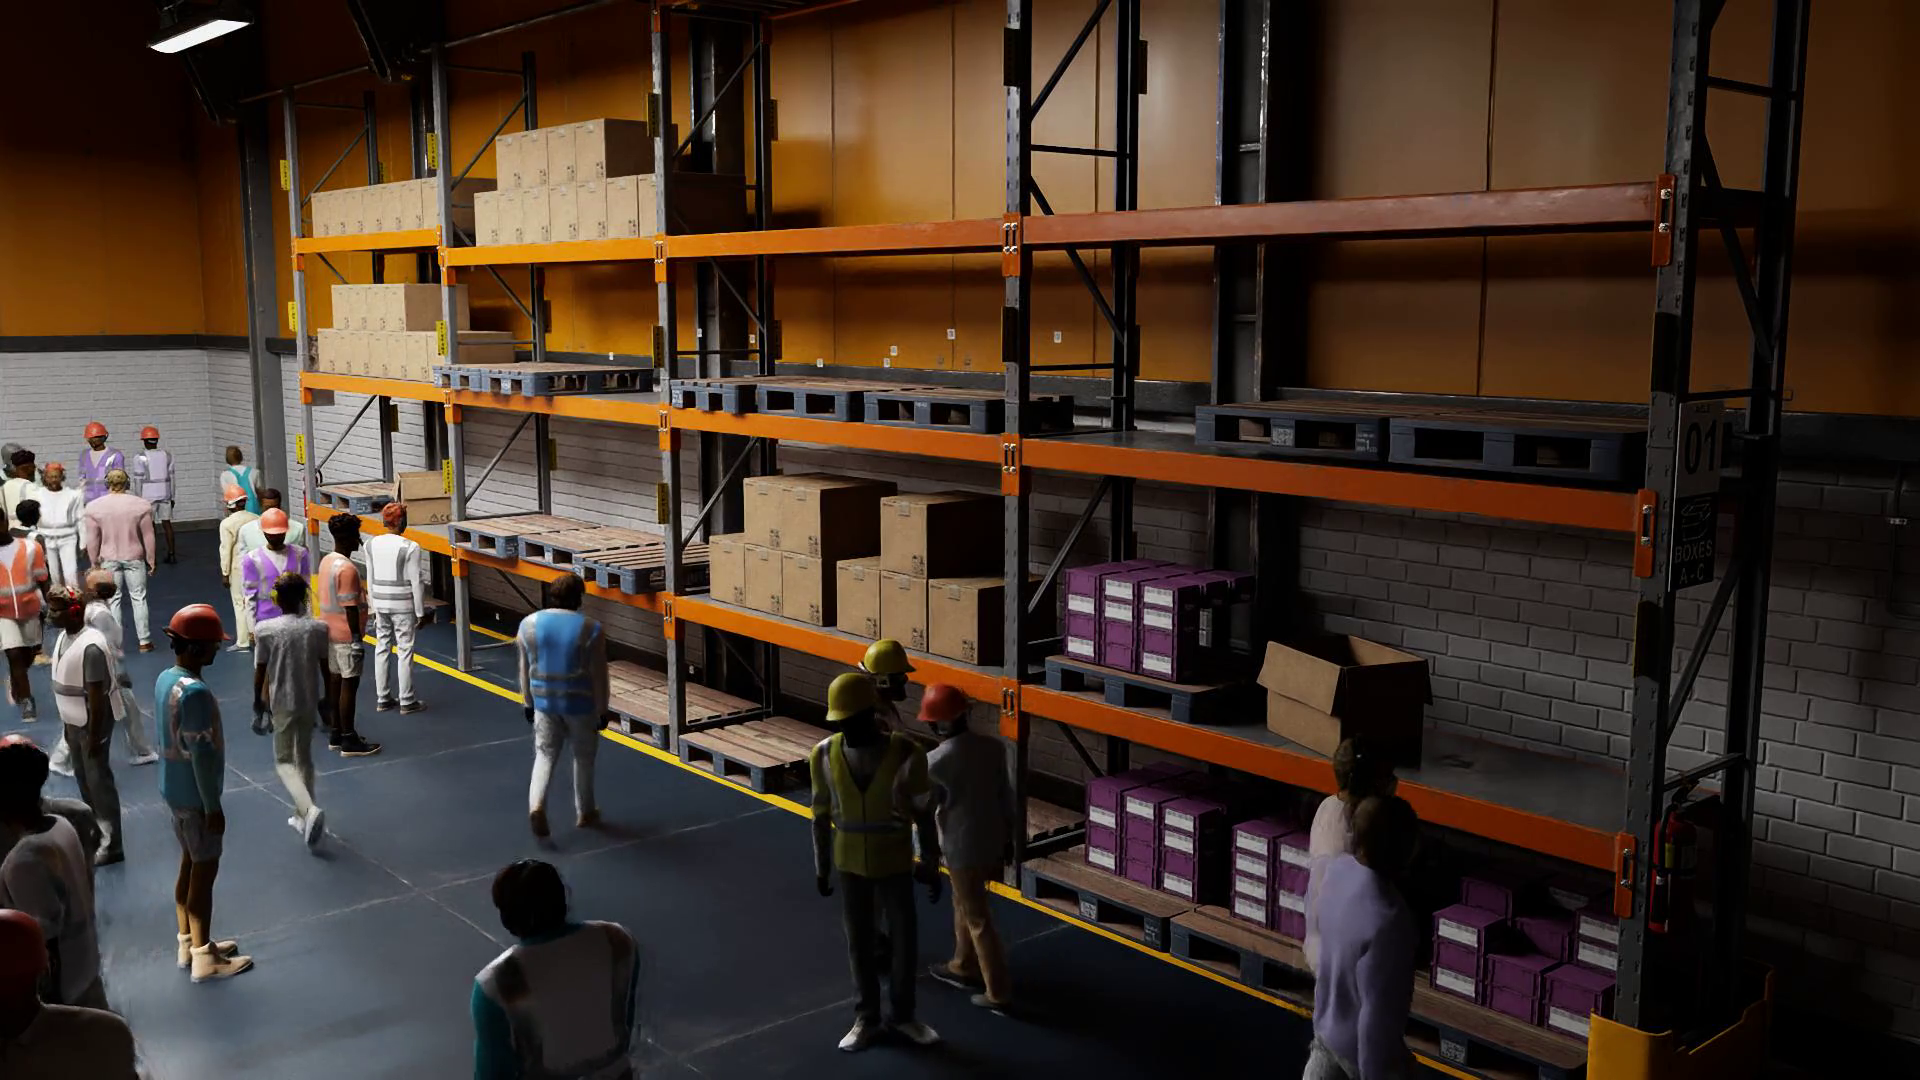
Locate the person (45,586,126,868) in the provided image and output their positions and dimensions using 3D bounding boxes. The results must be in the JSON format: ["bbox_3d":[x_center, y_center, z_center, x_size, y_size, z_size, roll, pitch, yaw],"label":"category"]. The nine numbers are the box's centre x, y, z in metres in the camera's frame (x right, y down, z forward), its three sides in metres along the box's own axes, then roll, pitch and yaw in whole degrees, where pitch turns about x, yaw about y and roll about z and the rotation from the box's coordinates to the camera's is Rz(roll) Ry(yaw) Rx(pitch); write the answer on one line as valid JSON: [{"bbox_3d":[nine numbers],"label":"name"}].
[{"bbox_3d":[-5.640,1.195,10.768,0.560,1.837,0.387,7,11,42],"label":"person"}]

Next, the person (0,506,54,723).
[{"bbox_3d":[-8.331,0.603,14.612,0.639,1.915,0.899,-6,10,-38],"label":"person"}]

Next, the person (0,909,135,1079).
[{"bbox_3d":[-2.633,1.990,4.715,0.617,1.986,0.408,-4,9,-24],"label":"person"}]

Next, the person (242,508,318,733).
[{"bbox_3d":[-5.736,0.679,14.053,0.549,1.923,0.390,-6,10,-38],"label":"person"}]

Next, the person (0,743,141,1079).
[{"bbox_3d":[-3.721,1.746,6.660,1.011,1.911,0.612,-2,8,-12],"label":"person"}]

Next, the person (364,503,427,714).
[{"bbox_3d":[-4.989,0.606,14.721,0.567,1.878,0.350,2,9,16],"label":"person"}]

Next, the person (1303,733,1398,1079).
[{"bbox_3d":[1.570,1.726,6.697,0.371,1.941,0.627,1,8,5],"label":"person"}]

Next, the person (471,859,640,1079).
[{"bbox_3d":[-1.411,1.942,5.730,0.648,1.780,0.948,-6,10,-38],"label":"person"}]

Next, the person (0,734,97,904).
[{"bbox_3d":[-4.108,1.723,7.374,0.340,1.748,0.563,4,9,26],"label":"person"}]

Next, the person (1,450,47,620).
[{"bbox_3d":[-10.616,-0.049,18.942,0.604,1.966,0.367,4,9,24],"label":"person"}]

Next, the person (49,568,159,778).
[{"bbox_3d":[-6.633,1.017,12.813,0.859,1.595,0.513,-4,9,-26],"label":"person"}]

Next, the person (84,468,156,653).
[{"bbox_3d":[-8.632,0.223,17.148,0.635,1.937,0.352,-4,9,-24],"label":"person"}]

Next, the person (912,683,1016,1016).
[{"bbox_3d":[-0.004,1.567,8.588,0.726,1.707,0.587,7,11,42],"label":"person"}]

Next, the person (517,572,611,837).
[{"bbox_3d":[-2.690,1.121,11.323,0.644,1.816,0.739,1,8,6],"label":"person"}]

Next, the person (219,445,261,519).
[{"bbox_3d":[-9.213,-0.321,21.443,0.518,1.804,0.821,-6,10,-38],"label":"person"}]

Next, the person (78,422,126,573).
[{"bbox_3d":[-11.459,-0.555,22.197,0.614,2.040,0.390,0,8,2],"label":"person"}]

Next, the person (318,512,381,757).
[{"bbox_3d":[-4.939,0.750,13.386,0.361,1.963,0.612,-6,10,-38],"label":"person"}]

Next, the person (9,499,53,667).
[{"bbox_3d":[-9.266,0.434,16.558,0.554,1.685,0.344,4,9,25],"label":"person"}]

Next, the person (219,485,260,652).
[{"bbox_3d":[-7.499,0.291,17.356,0.359,1.743,0.566,3,9,23],"label":"person"}]

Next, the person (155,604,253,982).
[{"bbox_3d":[-4.105,1.352,9.002,0.405,2.032,0.610,-7,10,-38],"label":"person"}]

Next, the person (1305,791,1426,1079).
[{"bbox_3d":[1.479,1.841,6.112,1.008,1.899,0.635,-2,8,-12],"label":"person"}]

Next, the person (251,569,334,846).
[{"bbox_3d":[-4.455,1.126,11.178,0.517,1.853,0.746,-8,11,-43],"label":"person"}]

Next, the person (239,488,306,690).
[{"bbox_3d":[-6.446,0.456,15.654,0.586,1.909,0.391,-3,9,-22],"label":"person"}]

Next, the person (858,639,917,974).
[{"bbox_3d":[-0.424,1.440,9.087,0.403,1.825,0.593,0,8,-2],"label":"person"}]

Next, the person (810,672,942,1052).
[{"bbox_3d":[-0.412,1.557,8.002,0.637,1.901,0.456,2,8,11],"label":"person"}]

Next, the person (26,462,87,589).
[{"bbox_3d":[-10.060,0.076,18.501,0.599,1.848,0.880,-3,9,-21],"label":"person"}]

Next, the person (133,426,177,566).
[{"bbox_3d":[-11.107,-0.602,22.930,0.387,1.928,0.546,7,11,40],"label":"person"}]

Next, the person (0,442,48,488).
[{"bbox_3d":[-11.121,-0.203,19.759,0.626,2.000,0.721,6,10,37],"label":"person"}]
